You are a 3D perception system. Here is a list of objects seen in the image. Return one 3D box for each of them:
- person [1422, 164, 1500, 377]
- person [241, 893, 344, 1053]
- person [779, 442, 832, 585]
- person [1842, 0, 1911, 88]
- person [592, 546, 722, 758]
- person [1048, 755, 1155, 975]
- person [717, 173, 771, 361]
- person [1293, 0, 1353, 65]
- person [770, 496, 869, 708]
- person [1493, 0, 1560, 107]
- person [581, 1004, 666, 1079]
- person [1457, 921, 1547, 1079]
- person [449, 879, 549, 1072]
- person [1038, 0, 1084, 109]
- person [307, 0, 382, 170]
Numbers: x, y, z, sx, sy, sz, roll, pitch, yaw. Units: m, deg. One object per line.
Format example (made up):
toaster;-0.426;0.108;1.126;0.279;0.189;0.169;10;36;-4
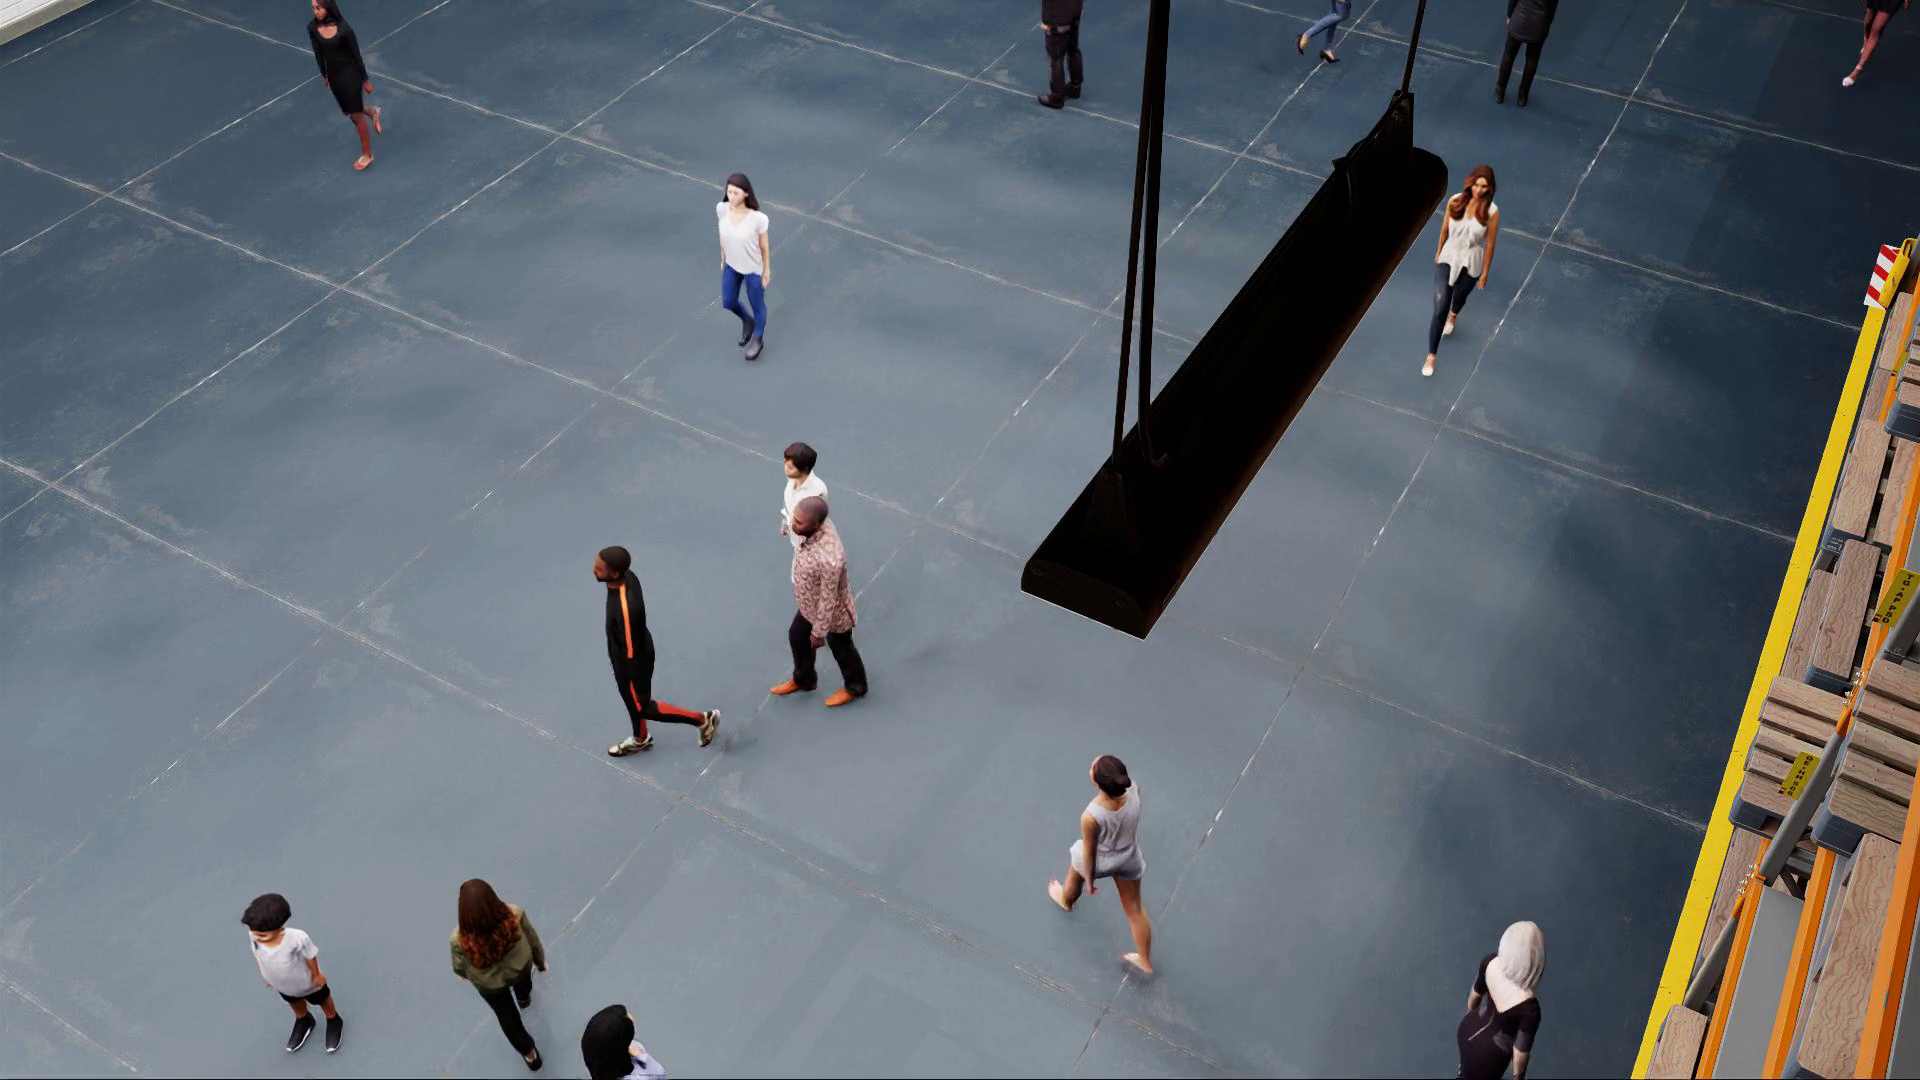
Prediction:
person;4.028;-2.242;13.317;0.674;1.738;1.183;18;46;18
person;-3.576;2.291;8.907;0.564;1.258;0.599;3;44;3
person;-0.944;-0.071;11.182;0.723;1.541;0.692;-28;50;-26
person;9.340;-5.492;16.722;0.794;1.749;1.186;31;52;28
person;-1.911;0.704;10.186;1.062;1.793;1.006;-10;44;-10
person;0.881;1.801;9.195;1.071;1.571;0.960;-23;48;-22
person;-1.680;-2.226;13.344;0.654;1.679;0.646;16;46;16
person;3.742;-5.631;16.845;0.865;1.780;0.832;-2;44;-2
person;-0.763;0.385;10.525;1.037;1.788;0.965;-17;46;-17
person;5.601;-5.108;16.299;0.641;1.775;0.619;16;46;16
person;-1.646;2.833;7.992;0.734;1.736;0.784;30;51;28
person;2.534;2.559;8.241;1.017;1.790;0.957;-5;44;-5
person;-2.377;2.320;8.734;0.902;1.456;0.902;-22;48;-21
person;1.023;-5.154;16.302;0.813;1.838;0.585;31;51;28
person;-5.701;-4.354;15.563;0.808;1.699;1.015;8;44;8
